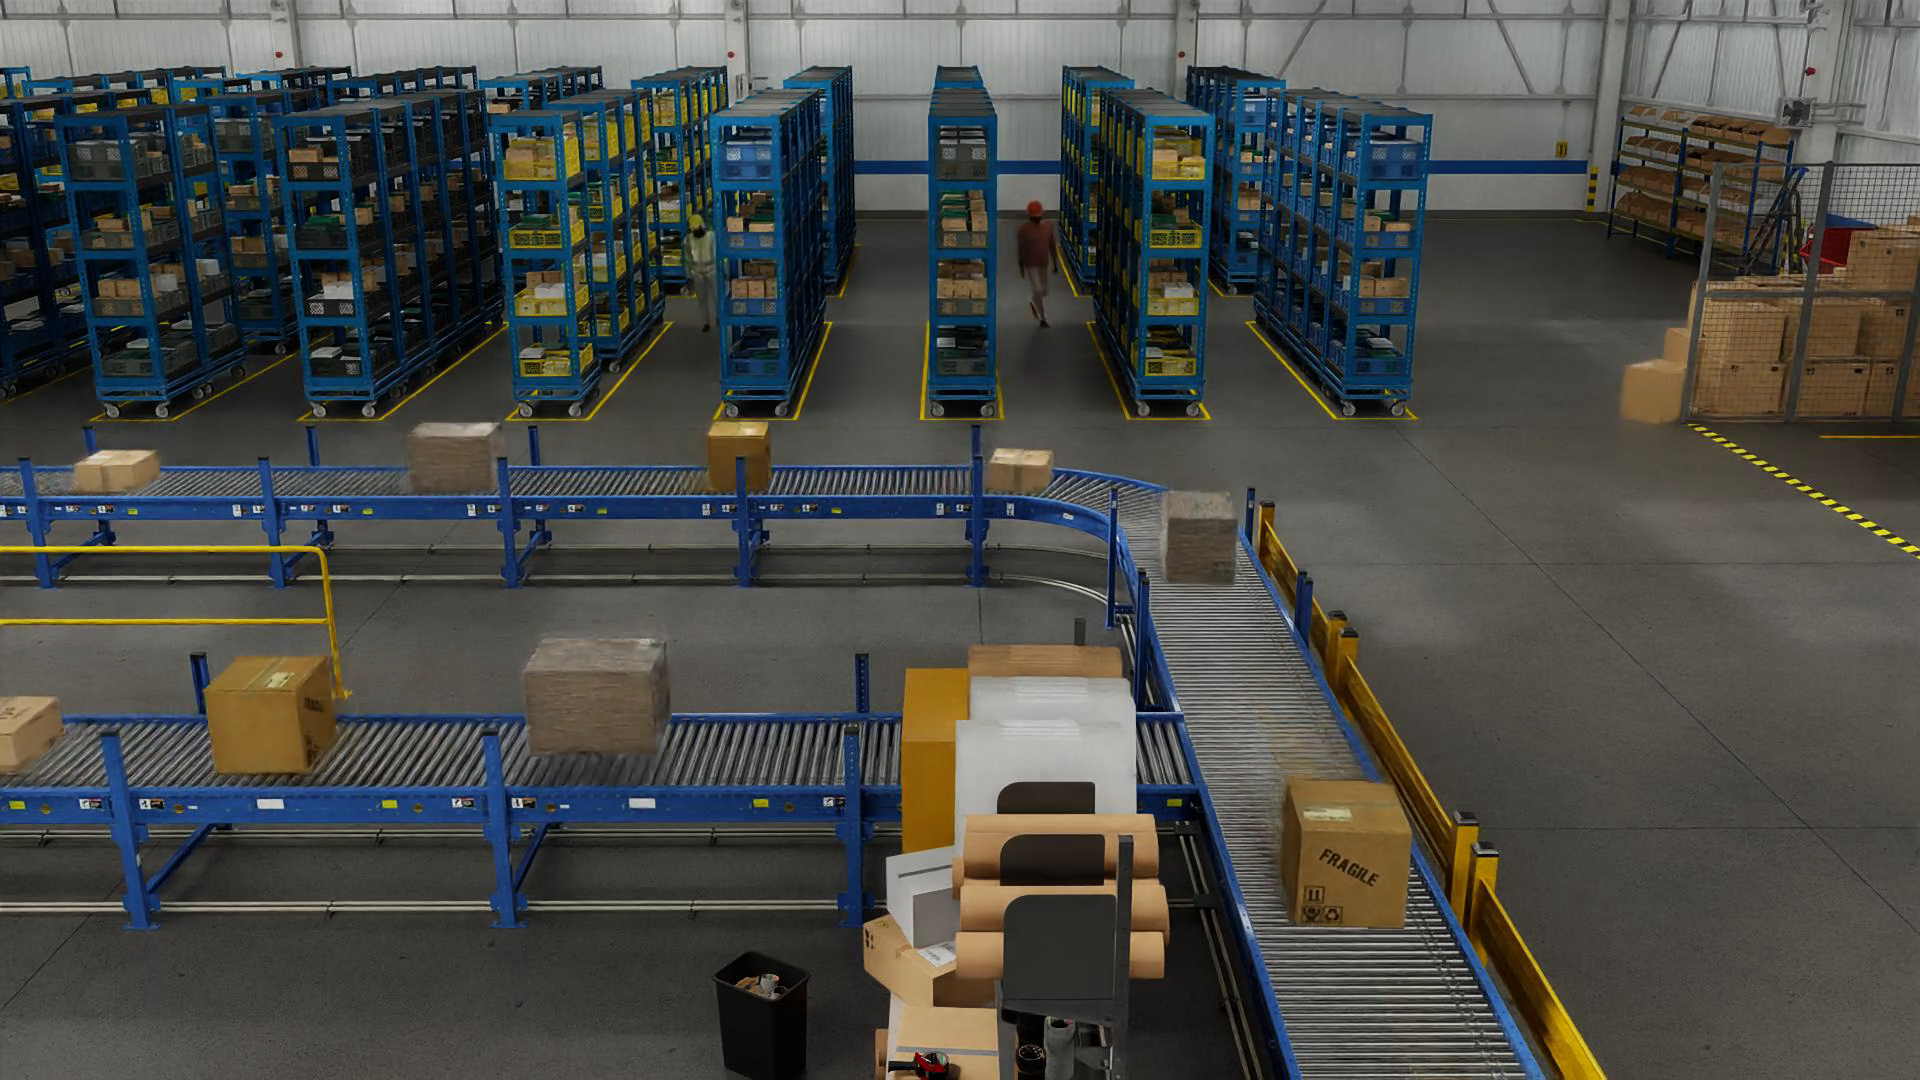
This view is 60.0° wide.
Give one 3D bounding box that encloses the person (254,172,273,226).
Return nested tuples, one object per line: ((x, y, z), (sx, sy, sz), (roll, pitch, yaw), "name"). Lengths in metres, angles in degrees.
((-14.113, -6.816, 33.660), (0.388, 1.838, 0.563), (-3, 18, -10), "person")

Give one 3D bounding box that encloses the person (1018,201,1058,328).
((1.165, -4.272, 25.649), (0.654, 1.955, 0.693), (-7, 19, -19), "person")

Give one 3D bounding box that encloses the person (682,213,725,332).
((-3.878, -4.048, 25.184), (0.618, 1.808, 0.500), (0, 18, 1), "person")
